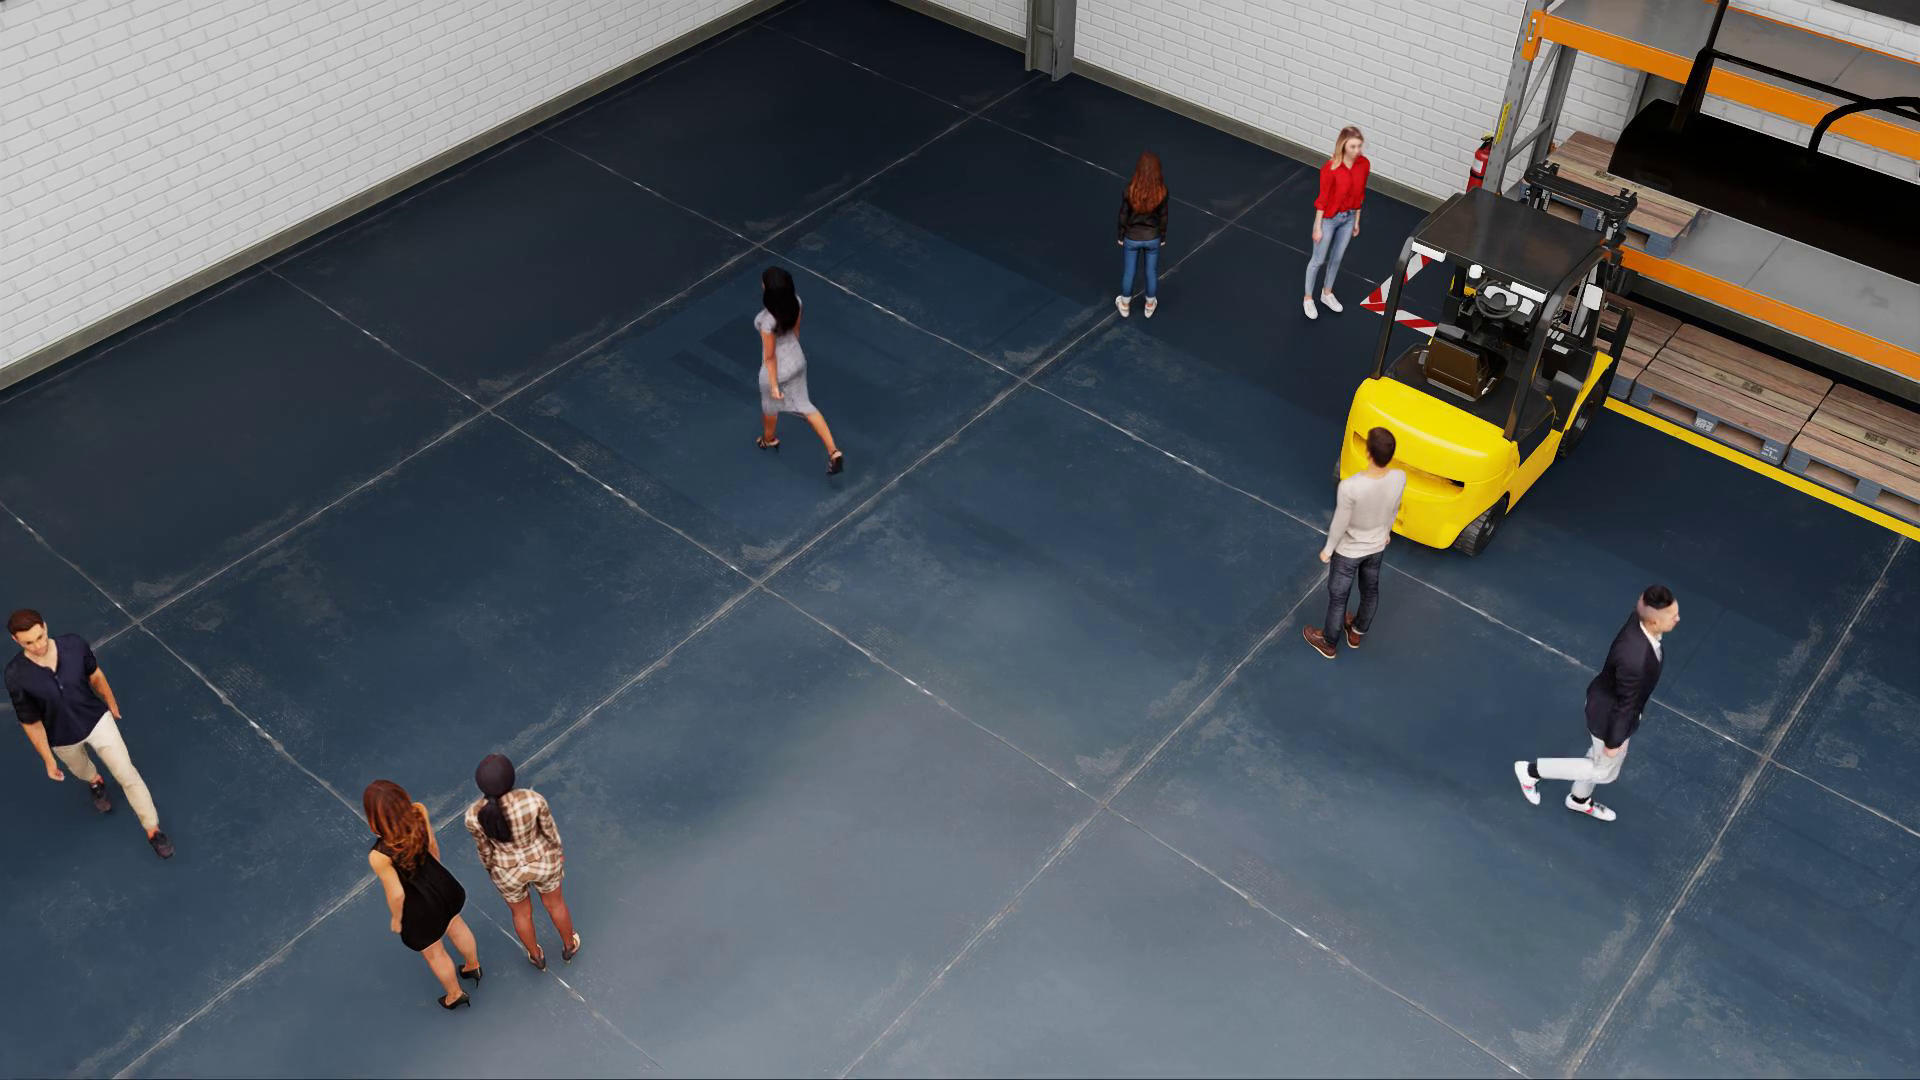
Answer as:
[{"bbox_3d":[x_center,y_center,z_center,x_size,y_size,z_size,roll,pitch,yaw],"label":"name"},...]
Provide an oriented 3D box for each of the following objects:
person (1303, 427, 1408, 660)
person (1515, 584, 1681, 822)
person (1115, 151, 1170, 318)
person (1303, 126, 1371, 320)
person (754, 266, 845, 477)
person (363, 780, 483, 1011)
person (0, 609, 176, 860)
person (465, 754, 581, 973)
[{"bbox_3d":[2.545,0.034,10.591,0.738,1.864,0.739,-15,46,-15],"label":"person"},{"bbox_3d":[3.680,0.938,9.586,0.962,1.942,0.827,19,47,19],"label":"person"},{"bbox_3d":[1.483,-2.472,13.500,0.605,1.480,0.685,1,44,1],"label":"person"},{"bbox_3d":[3.039,-2.586,13.457,0.686,1.705,0.670,-16,46,-16],"label":"person"},{"bbox_3d":[-1.176,-1.173,11.943,1.084,1.747,0.603,29,51,27],"label":"person"},{"bbox_3d":[-2.808,1.870,8.685,0.625,1.834,0.643,15,46,16],"label":"person"},{"bbox_3d":[-5.124,1.036,9.582,0.787,1.805,1.226,-31,51,-28],"label":"person"},{"bbox_3d":[-2.312,1.739,8.852,0.681,1.795,0.715,-11,45,-11],"label":"person"}]
